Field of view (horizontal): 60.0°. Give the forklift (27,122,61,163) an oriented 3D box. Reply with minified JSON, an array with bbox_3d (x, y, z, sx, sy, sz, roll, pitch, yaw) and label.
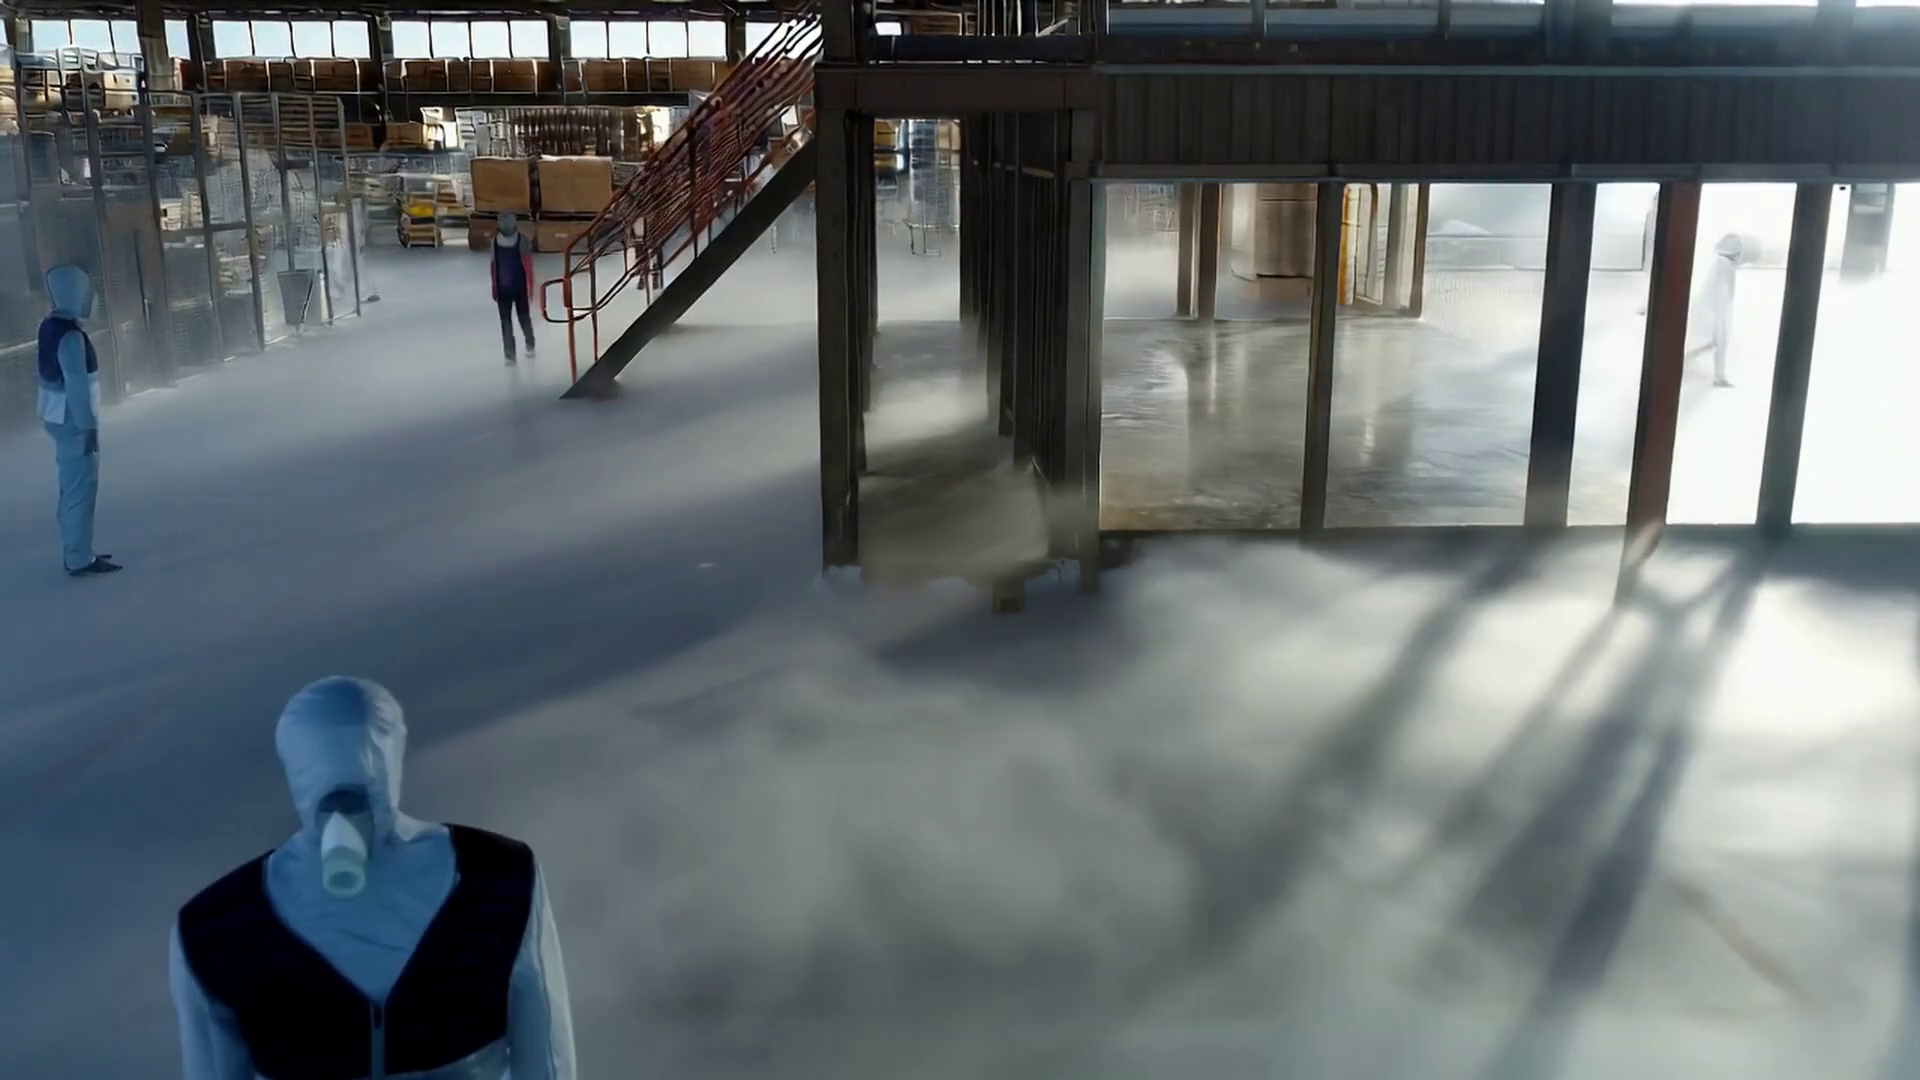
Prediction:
[{"bbox_3d":[-35.376,-14.773,64.377,1.129,2.768,1.873,-1,14,-2],"label":"forklift"}]

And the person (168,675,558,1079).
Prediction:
[{"bbox_3d":[-0.972,1.122,2.830,0.584,1.911,0.390,-7,16,-25],"label":"person"}]

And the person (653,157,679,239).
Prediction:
[{"bbox_3d":[-7.334,-8.274,40.283,0.946,1.961,0.609,1,14,5],"label":"person"}]

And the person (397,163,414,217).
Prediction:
[{"bbox_3d":[-13.788,-8.411,41.151,0.856,1.803,0.600,-4,15,-14],"label":"person"}]

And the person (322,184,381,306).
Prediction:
[{"bbox_3d":[-9.378,-4.521,25.536,0.595,1.840,0.978,10,17,33],"label":"person"}]

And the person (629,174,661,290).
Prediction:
[{"bbox_3d":[-5.288,-5.167,27.917,0.542,1.928,0.374,-7,16,-27],"label":"person"}]

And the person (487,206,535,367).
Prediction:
[{"bbox_3d":[-5.146,-2.926,19.171,0.523,1.824,0.678,0,14,0],"label":"person"}]

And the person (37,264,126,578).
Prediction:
[{"bbox_3d":[-5.419,-0.720,10.178,0.383,1.912,0.591,-10,17,-35],"label":"person"}]

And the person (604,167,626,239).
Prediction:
[{"bbox_3d":[-8.301,-8.068,39.926,0.693,1.708,0.500,-2,14,-6],"label":"person"}]

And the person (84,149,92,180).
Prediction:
[{"bbox_3d":[-29.221,-12.206,55.874,0.585,2.015,0.702,-5,15,-17],"label":"person"}]

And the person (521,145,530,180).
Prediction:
[{"bbox_3d":[-19.500,-16.710,74.330,0.909,1.788,0.599,-5,15,-18],"label":"person"}]

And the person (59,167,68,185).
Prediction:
[{"bbox_3d":[-23.910,-9.188,44.068,0.656,1.886,0.670,2,14,7],"label":"person"}]

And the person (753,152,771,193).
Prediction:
[{"bbox_3d":[-5.837,-10.482,49.146,0.550,1.933,0.375,-6,15,-23],"label":"person"}]

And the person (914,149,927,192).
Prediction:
[{"bbox_3d":[-1.549,-15.006,67.607,0.521,1.740,0.782,-11,18,-37],"label":"person"}]
